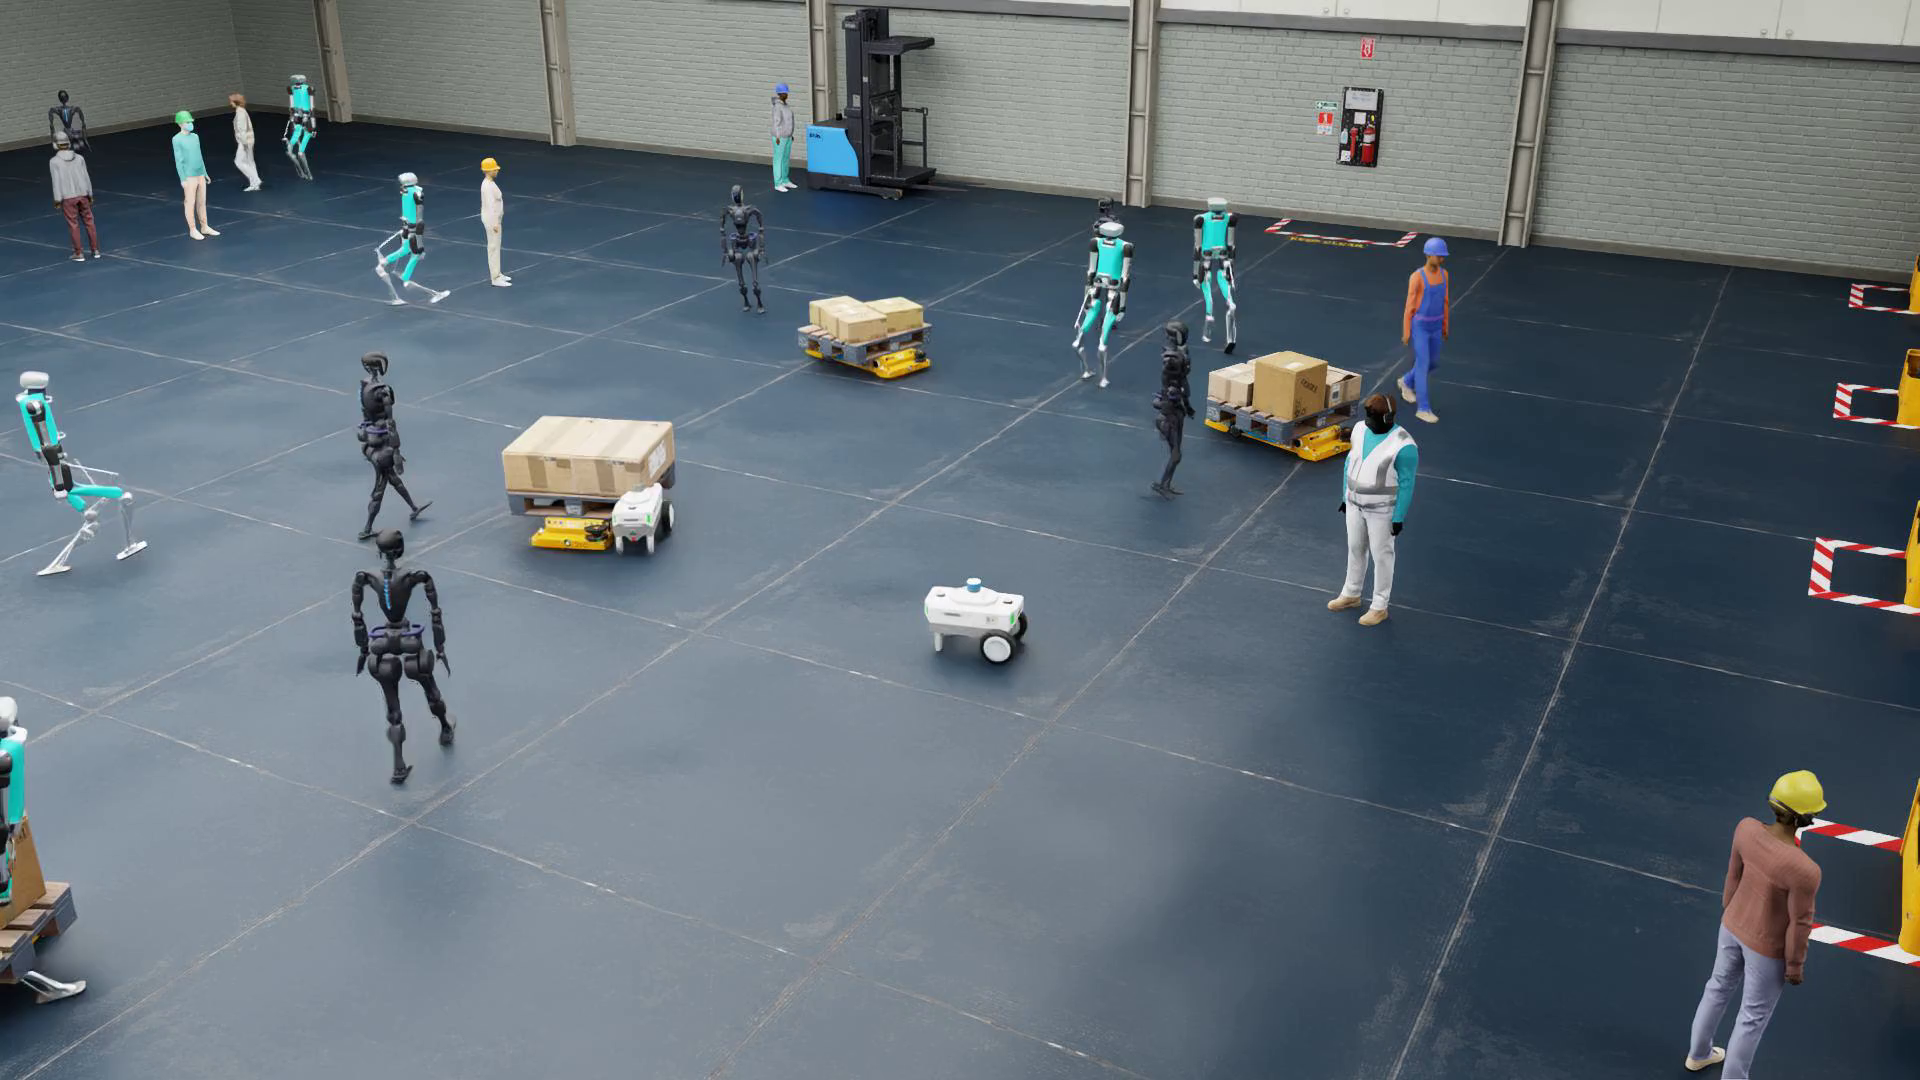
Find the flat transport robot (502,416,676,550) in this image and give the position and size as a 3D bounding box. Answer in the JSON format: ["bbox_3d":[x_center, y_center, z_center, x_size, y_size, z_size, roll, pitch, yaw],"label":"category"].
[{"bbox_3d":[-3.255,-0.278,14.809,0.659,0.231,1.431,3,23,7],"label":"flat transport robot"}]

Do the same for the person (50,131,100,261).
[{"bbox_3d":[-12.556,-4.876,23.558,0.374,1.811,0.548,17,28,34],"label":"person"}]

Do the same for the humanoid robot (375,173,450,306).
[{"bbox_3d":[-7.024,-3.726,20.969,1.022,1.733,0.549,-18,29,-35],"label":"humanoid robot"}]

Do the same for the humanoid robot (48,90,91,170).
[{"bbox_3d":[-15.038,-6.745,28.082,0.587,1.652,0.412,-13,26,-27],"label":"humanoid robot"}]

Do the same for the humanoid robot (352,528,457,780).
[{"bbox_3d":[-3.631,0.698,10.804,0.610,1.628,0.717,-2,23,-5],"label":"humanoid robot"}]

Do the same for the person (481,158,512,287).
[{"bbox_3d":[-6.234,-4.256,22.259,0.316,1.696,0.487,-5,24,-13],"label":"person"}]

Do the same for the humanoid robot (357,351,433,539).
[{"bbox_3d":[-4.970,-0.849,14.398,0.764,1.622,0.608,-20,30,-38],"label":"humanoid robot"}]

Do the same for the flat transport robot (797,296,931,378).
[{"bbox_3d":[-1.079,-2.156,19.181,1.431,0.231,0.659,21,31,40],"label":"flat transport robot"}]

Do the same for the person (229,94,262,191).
[{"bbox_3d":[-12.043,-6.667,27.951,0.382,1.625,0.546,-7,24,-17],"label":"person"}]

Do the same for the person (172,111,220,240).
[{"bbox_3d":[-11.436,-5.445,24.799,0.351,1.879,0.509,8,24,18],"label":"person"}]

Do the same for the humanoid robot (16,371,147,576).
[{"bbox_3d":[-7.195,-0.566,13.682,1.033,1.771,0.546,-14,27,-29],"label":"humanoid robot"}]

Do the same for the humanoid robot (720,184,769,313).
[{"bbox_3d":[-2.709,-3.669,20.928,0.605,1.633,0.400,0,23,0],"label":"humanoid robot"}]

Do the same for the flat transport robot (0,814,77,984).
[{"bbox_3d":[-5.455,2.321,8.759,0.659,0.231,1.431,1,23,3],"label":"flat transport robot"}]

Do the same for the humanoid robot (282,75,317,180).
[{"bbox_3d":[-11.560,-7.147,28.980,0.536,1.793,0.815,7,24,15],"label":"humanoid robot"}]

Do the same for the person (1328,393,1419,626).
[{"bbox_3d":[3.155,-0.247,12.747,0.429,1.841,0.633,-15,27,-30],"label":"person"}]

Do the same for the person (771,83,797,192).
[{"bbox_3d":[-2.994,-6.813,28.114,0.357,1.778,0.534,9,25,20],"label":"person"}]

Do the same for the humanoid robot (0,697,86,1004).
[{"bbox_3d":[-5.079,1.674,8.418,0.902,1.759,0.532,-10,25,-22],"label":"humanoid robot"}]

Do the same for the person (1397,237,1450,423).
[{"bbox_3d":[4.833,-2.220,17.284,0.544,1.887,0.788,-11,26,-24],"label":"person"}]

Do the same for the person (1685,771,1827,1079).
[{"bbox_3d":[3.814,1.881,7.898,0.344,1.761,0.523,-6,24,-13],"label":"person"}]

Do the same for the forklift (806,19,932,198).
[{"bbox_3d":[-1.573,-7.292,27.850,1.873,2.768,1.129,12,26,25],"label":"forklift"}]

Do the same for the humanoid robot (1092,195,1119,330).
[{"bbox_3d":[1.771,-3.370,20.222,0.335,1.644,0.589,15,27,31],"label":"humanoid robot"}]

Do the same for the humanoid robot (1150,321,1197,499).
[{"bbox_3d":[1.951,-1.192,15.148,0.318,1.656,0.609,12,26,26],"label":"humanoid robot"}]

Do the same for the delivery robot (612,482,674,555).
[{"bbox_3d":[-2.770,-0.237,14.330,0.499,0.577,0.769,-1,23,-1],"label":"delivery robot"}]

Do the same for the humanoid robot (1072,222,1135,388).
[{"bbox_3d":[1.515,-2.555,18.233,0.531,1.759,0.767,15,27,30],"label":"humanoid robot"}]

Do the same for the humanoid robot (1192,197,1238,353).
[{"bbox_3d":[3.073,-3.042,19.418,0.540,1.775,0.951,-5,24,-12],"label":"humanoid robot"}]

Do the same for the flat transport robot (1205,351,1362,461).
[{"bbox_3d":[3.270,-1.141,16.818,0.659,0.231,1.431,-19,30,-37],"label":"flat transport robot"}]

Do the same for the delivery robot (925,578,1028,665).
[{"bbox_3d":[0.139,0.584,12.458,0.780,0.609,0.522,6,24,13],"label":"delivery robot"}]
